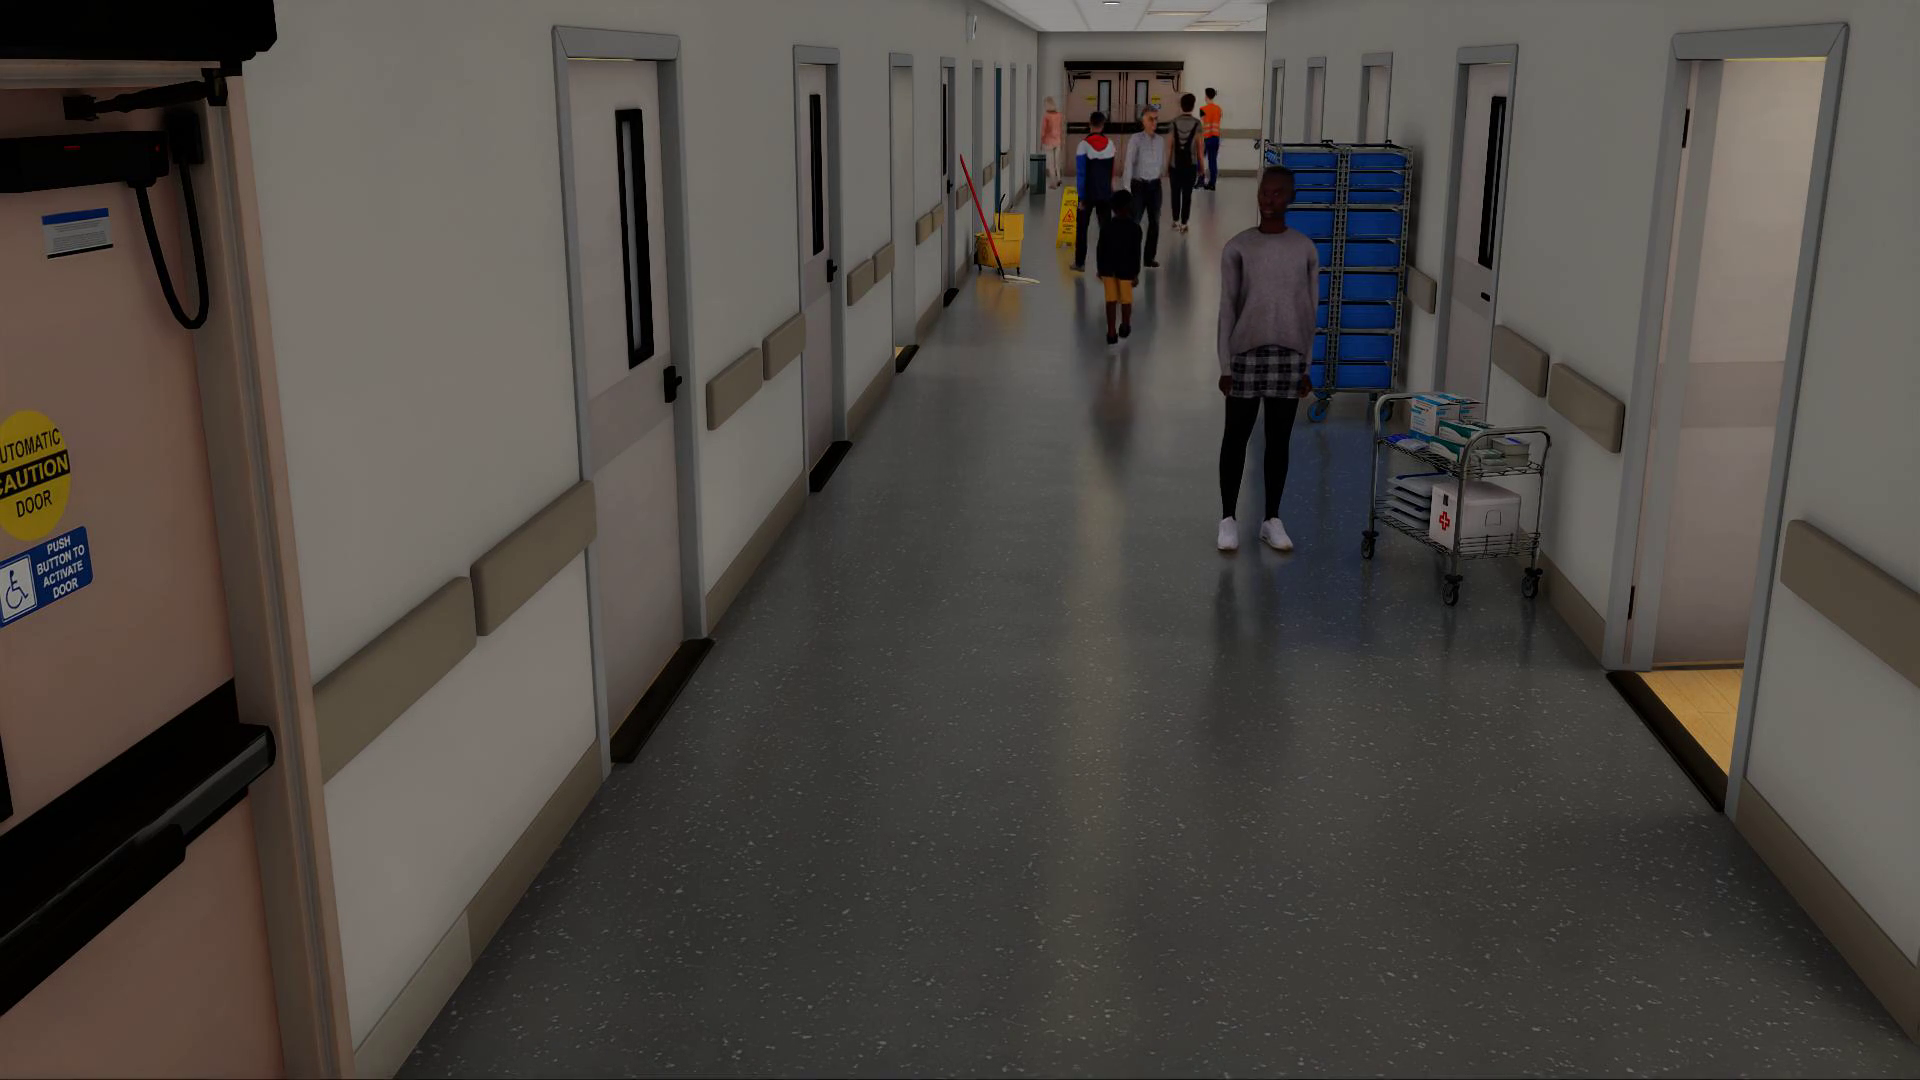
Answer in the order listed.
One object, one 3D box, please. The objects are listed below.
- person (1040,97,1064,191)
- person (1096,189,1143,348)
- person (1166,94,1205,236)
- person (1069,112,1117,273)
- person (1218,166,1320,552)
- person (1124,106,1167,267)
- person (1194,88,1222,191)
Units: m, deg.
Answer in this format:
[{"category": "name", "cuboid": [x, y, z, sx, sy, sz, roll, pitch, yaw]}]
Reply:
[{"category": "person", "cuboid": [1.800, -7.510, 31.527, 0.734, 1.707, 0.788, -12, 20, -36]}, {"category": "person", "cuboid": [1.271, -2.177, 13.464, 0.586, 1.244, 0.865, 3, 16, 11]}, {"category": "person", "cuboid": [3.062, -5.130, 22.774, 0.732, 1.874, 0.852, 3, 16, 10]}, {"category": "person", "cuboid": [1.544, -3.802, 18.317, 0.916, 1.738, 1.111, -7, 17, -23]}, {"category": "person", "cuboid": [1.415, -0.833, 7.724, 0.634, 1.772, 0.558, -1, 16, -2]}, {"category": "person", "cuboid": [2.091, -4.040, 19.061, 0.979, 1.792, 1.147, -8, 18, -26]}, {"category": "person", "cuboid": [4.740, -7.513, 31.237, 0.843, 1.869, 0.904, -7, 17, -24]}]
